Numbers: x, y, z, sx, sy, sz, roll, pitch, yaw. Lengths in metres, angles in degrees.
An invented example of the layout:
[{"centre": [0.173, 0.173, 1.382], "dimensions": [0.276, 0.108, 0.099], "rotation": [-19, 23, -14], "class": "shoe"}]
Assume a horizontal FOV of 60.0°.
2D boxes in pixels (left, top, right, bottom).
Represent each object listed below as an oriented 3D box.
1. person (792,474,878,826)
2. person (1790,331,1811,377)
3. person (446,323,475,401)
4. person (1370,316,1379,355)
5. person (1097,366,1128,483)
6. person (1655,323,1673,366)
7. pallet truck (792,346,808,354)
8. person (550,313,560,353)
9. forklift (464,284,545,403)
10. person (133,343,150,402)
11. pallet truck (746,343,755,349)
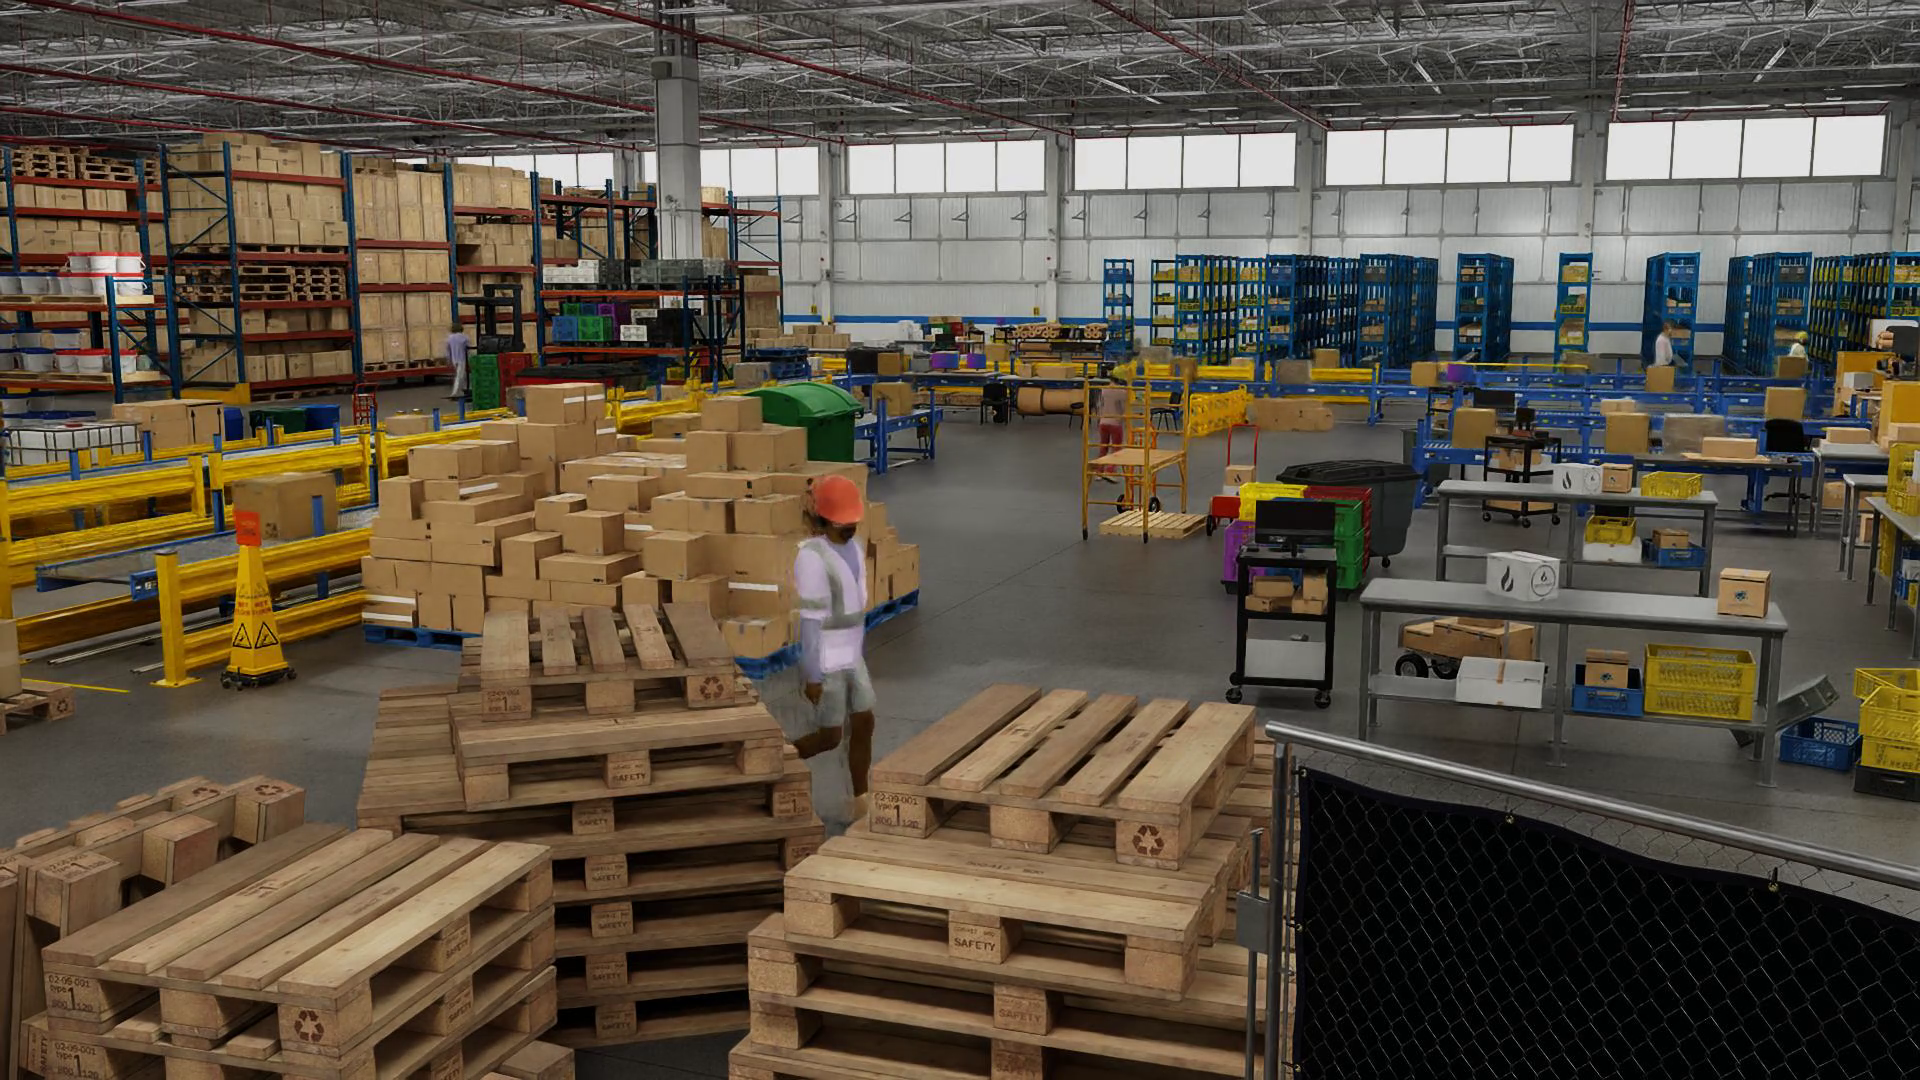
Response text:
[{"centre": [-0.749, 0.620, 8.960], "dimensions": [0.800, 2.005, 0.637], "rotation": [4, 10, 22], "class": "person"}, {"centre": [18.876, -3.784, 37.291], "dimensions": [0.967, 1.771, 0.617], "rotation": [3, 10, 20], "class": "person"}, {"centre": [-12.088, -4.298, 40.192], "dimensions": [0.643, 1.898, 1.008], "rotation": [4, 10, 22], "class": "person"}, {"centre": [13.102, -6.330, 52.660], "dimensions": [0.414, 1.985, 0.611], "rotation": [3, 10, 20], "class": "person"}, {"centre": [2.203, -1.680, 24.275], "dimensions": [0.429, 1.726, 0.591], "rotation": [-8, 12, -43], "class": "person"}, {"centre": [16.655, -4.166, 39.317], "dimensions": [0.426, 1.894, 0.668], "rotation": [5, 10, 28], "class": "person"}, {"centre": [-3.705, -4.298, 42.022], "dimensions": [0.653, 1.274, 1.630], "rotation": [3, 10, 20], "class": "pallet truck"}, {"centre": [-14.337, -7.272, 59.448], "dimensions": [0.482, 1.700, 0.916], "rotation": [6, 11, 34], "class": "person"}, {"centre": [-10.832, -4.702, 39.610], "dimensions": [1.129, 2.768, 1.873], "rotation": [3, 10, 20], "class": "forklift"}, {"centre": [-17.208, -3.339, 35.006], "dimensions": [0.353, 1.610, 0.523], "rotation": [0, 9, -3], "class": "person"}, {"centre": [-6.183, -4.618, 44.264], "dimensions": [1.601, 1.201, 0.680], "rotation": [-9, 12, -43], "class": "pallet truck"}]
